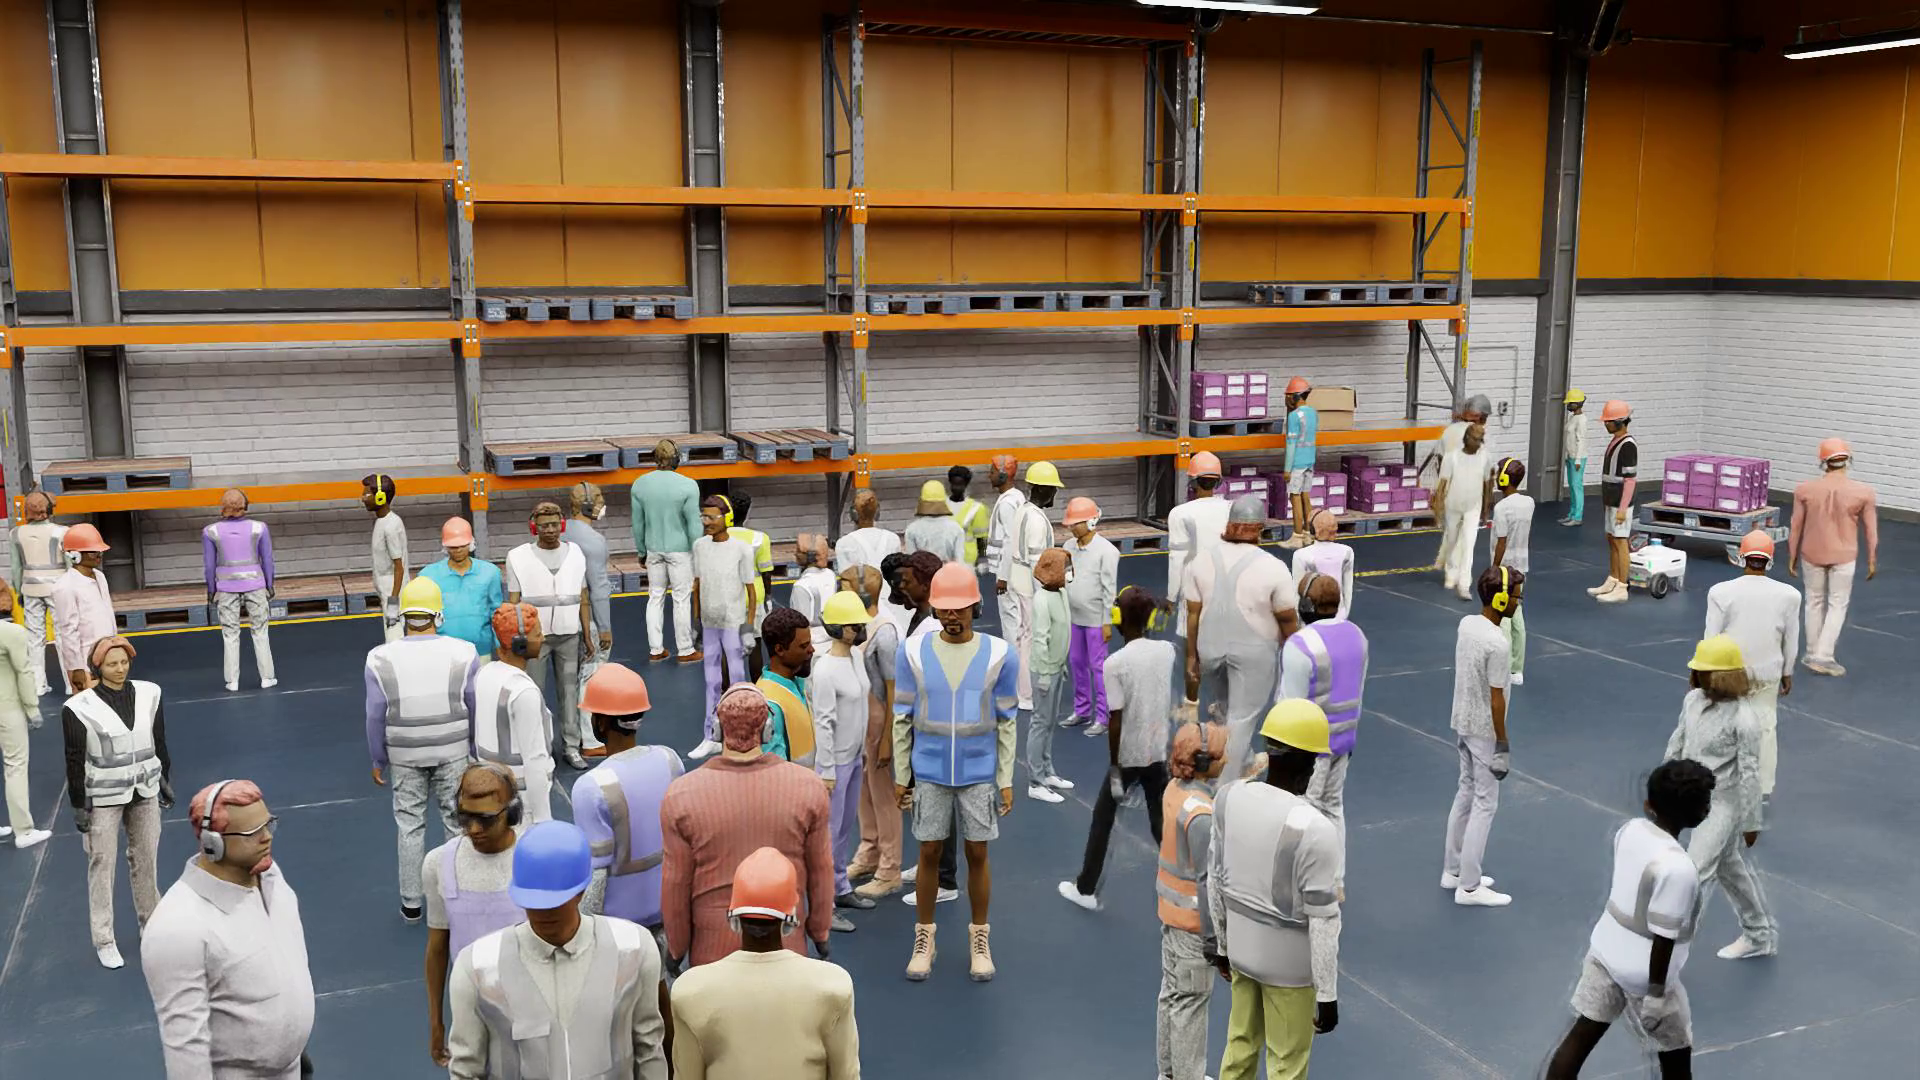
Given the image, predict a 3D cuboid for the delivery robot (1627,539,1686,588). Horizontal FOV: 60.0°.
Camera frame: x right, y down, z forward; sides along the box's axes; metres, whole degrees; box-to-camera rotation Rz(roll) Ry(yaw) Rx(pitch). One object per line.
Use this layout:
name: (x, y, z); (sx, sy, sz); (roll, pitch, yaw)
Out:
delivery robot: (7.135, 0.232, 17.083); (0.707, 0.478, 0.477); (-7, 12, -36)

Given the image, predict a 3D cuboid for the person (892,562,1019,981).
person: (-0.023, 1.112, 7.997); (0.608, 2.044, 0.370); (0, 10, 2)

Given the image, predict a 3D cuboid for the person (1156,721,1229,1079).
person: (0.947, 1.535, 6.736); (0.307, 1.637, 0.513); (-1, 10, -7)

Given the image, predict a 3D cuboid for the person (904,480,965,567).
person: (-0.183, 0.398, 13.072); (0.493, 1.718, 0.724); (-2, 10, -11)

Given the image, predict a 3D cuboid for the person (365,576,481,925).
person: (-2.776, 1.096, 8.696); (0.600, 1.831, 0.404); (-3, 10, -17)

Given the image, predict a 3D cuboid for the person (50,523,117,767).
person: (-5.668, 0.758, 10.868); (0.324, 1.752, 0.562); (-1, 10, -5)

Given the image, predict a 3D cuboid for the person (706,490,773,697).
person: (-1.690, 0.468, 12.704); (0.540, 1.695, 0.317); (0, 10, -2)

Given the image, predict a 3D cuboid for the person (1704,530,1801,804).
person: (5.014, 0.806, 10.595); (0.566, 1.750, 0.341); (2, 10, 13)

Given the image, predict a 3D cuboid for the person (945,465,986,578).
person: (-0.048, 0.167, 14.526); (0.561, 1.679, 0.589); (4, 10, 20)

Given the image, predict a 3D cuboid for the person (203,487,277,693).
person: (-5.730, 0.400, 13.258); (0.513, 1.641, 0.309); (-4, 10, -20)

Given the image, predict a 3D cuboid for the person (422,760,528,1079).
person: (-1.553, 1.623, 5.659); (0.511, 1.837, 0.350); (0, 10, 1)

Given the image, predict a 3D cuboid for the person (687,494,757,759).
person: (-1.629, 0.605, 11.416); (0.519, 1.873, 0.335); (5, 11, 27)

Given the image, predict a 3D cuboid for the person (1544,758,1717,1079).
person: (2.607, 1.602, 6.323); (0.888, 1.636, 0.627); (0, 10, -3)

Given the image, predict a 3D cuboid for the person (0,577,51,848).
person: (-5.679, 1.007, 9.815); (0.504, 1.628, 0.279); (2, 10, 12)

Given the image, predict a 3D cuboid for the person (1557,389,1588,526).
person: (7.857, -1.053, 21.306); (0.338, 1.761, 0.524); (1, 10, 6)

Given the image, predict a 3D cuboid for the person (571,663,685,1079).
person: (-1.311, 1.429, 6.476); (0.361, 1.938, 0.545); (5, 11, 29)

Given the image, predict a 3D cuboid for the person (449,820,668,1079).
person: (-1.134, 1.723, 4.756); (0.616, 1.943, 0.395); (-4, 11, -20)

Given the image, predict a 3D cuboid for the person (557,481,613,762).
person: (-2.593, 0.555, 11.506); (0.354, 1.937, 0.635); (-8, 13, -39)

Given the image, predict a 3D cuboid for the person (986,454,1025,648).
person: (0.381, 0.237, 13.498); (0.337, 1.882, 0.584); (1, 10, 7)

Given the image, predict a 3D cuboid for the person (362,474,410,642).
person: (-4.259, 0.433, 12.414); (0.310, 1.868, 0.533); (-4, 11, -23)

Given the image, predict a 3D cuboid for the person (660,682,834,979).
person: (-0.802, 1.476, 6.297); (0.651, 1.906, 0.403); (-2, 10, -14)

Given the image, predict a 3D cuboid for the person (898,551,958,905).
person: (-0.166, 1.008, 8.987); (0.396, 1.917, 0.611); (-2, 10, -11)

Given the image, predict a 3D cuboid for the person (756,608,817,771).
person: (-0.807, 1.249, 7.577); (0.392, 1.917, 0.592); (0, 10, -2)

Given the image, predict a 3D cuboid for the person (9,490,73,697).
person: (-7.180, 0.429, 13.091); (0.514, 1.642, 0.314); (0, 10, -1)

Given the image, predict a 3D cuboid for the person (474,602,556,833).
person: (-2.079, 1.222, 7.826); (0.339, 1.882, 0.581); (-8, 12, -37)

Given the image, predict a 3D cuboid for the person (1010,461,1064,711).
person: (0.590, 0.352, 12.741); (0.397, 1.920, 0.586); (-1, 10, -5)

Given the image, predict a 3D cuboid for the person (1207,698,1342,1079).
person: (1.162, 1.514, 6.049); (0.387, 1.914, 0.594); (-7, 12, -33)

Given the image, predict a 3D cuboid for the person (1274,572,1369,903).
person: (1.885, 1.081, 8.812); (0.642, 1.833, 0.431); (-9, 13, -42)

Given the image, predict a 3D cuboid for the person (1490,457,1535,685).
person: (4.381, 0.267, 13.361); (0.521, 1.874, 0.328); (-9, 13, -41)

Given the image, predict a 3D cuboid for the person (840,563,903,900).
person: (-0.492, 1.030, 9.050); (0.344, 1.842, 0.506); (-5, 11, -26)

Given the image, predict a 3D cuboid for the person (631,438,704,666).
person: (-2.459, 0.106, 14.094); (0.635, 1.938, 0.359); (3, 10, 17)

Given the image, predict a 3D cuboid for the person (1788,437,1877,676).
person: (7.237, 0.139, 13.815); (0.657, 1.979, 0.554); (5, 11, 28)

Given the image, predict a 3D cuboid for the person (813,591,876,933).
person: (-0.598, 1.133, 8.665); (0.319, 1.770, 0.533); (3, 10, 17)

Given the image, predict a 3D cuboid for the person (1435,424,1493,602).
person: (5.133, -0.309, 16.971); (0.529, 1.781, 1.014); (2, 10, 14)

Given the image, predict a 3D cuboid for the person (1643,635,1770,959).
person: (3.633, 1.279, 8.051); (0.918, 1.694, 0.500); (-1, 10, -8)

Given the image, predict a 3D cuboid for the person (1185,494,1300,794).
person: (1.837, 0.675, 10.522); (0.708, 2.000, 1.010); (9, 13, 41)

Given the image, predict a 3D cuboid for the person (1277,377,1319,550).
person: (3.986, -0.904, 19.656); (0.401, 2.034, 0.601); (8, 13, 38)

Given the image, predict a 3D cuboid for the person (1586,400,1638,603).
person: (6.551, -0.384, 16.649); (0.404, 2.033, 0.608); (2, 10, 9)

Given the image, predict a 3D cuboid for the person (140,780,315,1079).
person: (-2.207, 1.670, 5.175); (0.404, 1.911, 0.636); (1, 10, 5)

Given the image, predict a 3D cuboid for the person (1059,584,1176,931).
person: (0.919, 1.129, 8.609); (0.481, 1.813, 0.969); (-6, 11, -30)

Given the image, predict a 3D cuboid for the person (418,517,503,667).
person: (-3.333, 0.706, 11.171); (0.564, 1.751, 0.342); (-4, 11, -21)

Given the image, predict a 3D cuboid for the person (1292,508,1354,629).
person: (2.641, 0.586, 12.191); (0.514, 1.642, 0.310); (-3, 10, -19)

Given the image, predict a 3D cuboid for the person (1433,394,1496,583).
person: (5.351, -0.546, 17.558); (0.543, 2.000, 0.701); (-3, 10, -18)

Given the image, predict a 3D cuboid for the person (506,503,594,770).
person: (-2.755, 0.654, 11.202); (0.563, 1.847, 0.390); (-6, 11, -29)

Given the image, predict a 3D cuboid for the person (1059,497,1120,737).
person: (0.911, 0.546, 12.136); (0.354, 1.738, 0.574); (-7, 12, -37)

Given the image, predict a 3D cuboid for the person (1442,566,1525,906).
person: (2.819, 1.047, 8.931); (0.344, 1.856, 0.526); (-1, 10, -7)

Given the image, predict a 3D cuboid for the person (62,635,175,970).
person: (-4.149, 1.273, 8.233); (0.306, 1.640, 0.523); (6, 12, 32)

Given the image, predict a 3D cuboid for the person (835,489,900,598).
person: (-0.653, 0.556, 11.772); (0.514, 1.843, 0.327); (-6, 12, -31)

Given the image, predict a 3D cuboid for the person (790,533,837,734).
person: (-0.981, 0.759, 11.182); (0.307, 1.644, 0.520); (3, 10, 19)

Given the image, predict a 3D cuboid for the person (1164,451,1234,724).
person: (1.796, 0.360, 12.328); (0.605, 2.045, 0.379); (-3, 10, -17)

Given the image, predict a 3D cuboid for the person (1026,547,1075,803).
person: (0.591, 0.848, 10.700); (0.286, 1.634, 0.500); (3, 10, 19)

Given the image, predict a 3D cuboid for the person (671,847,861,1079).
person: (-0.577, 1.776, 5.009); (0.563, 1.751, 0.330); (-1, 10, -6)
